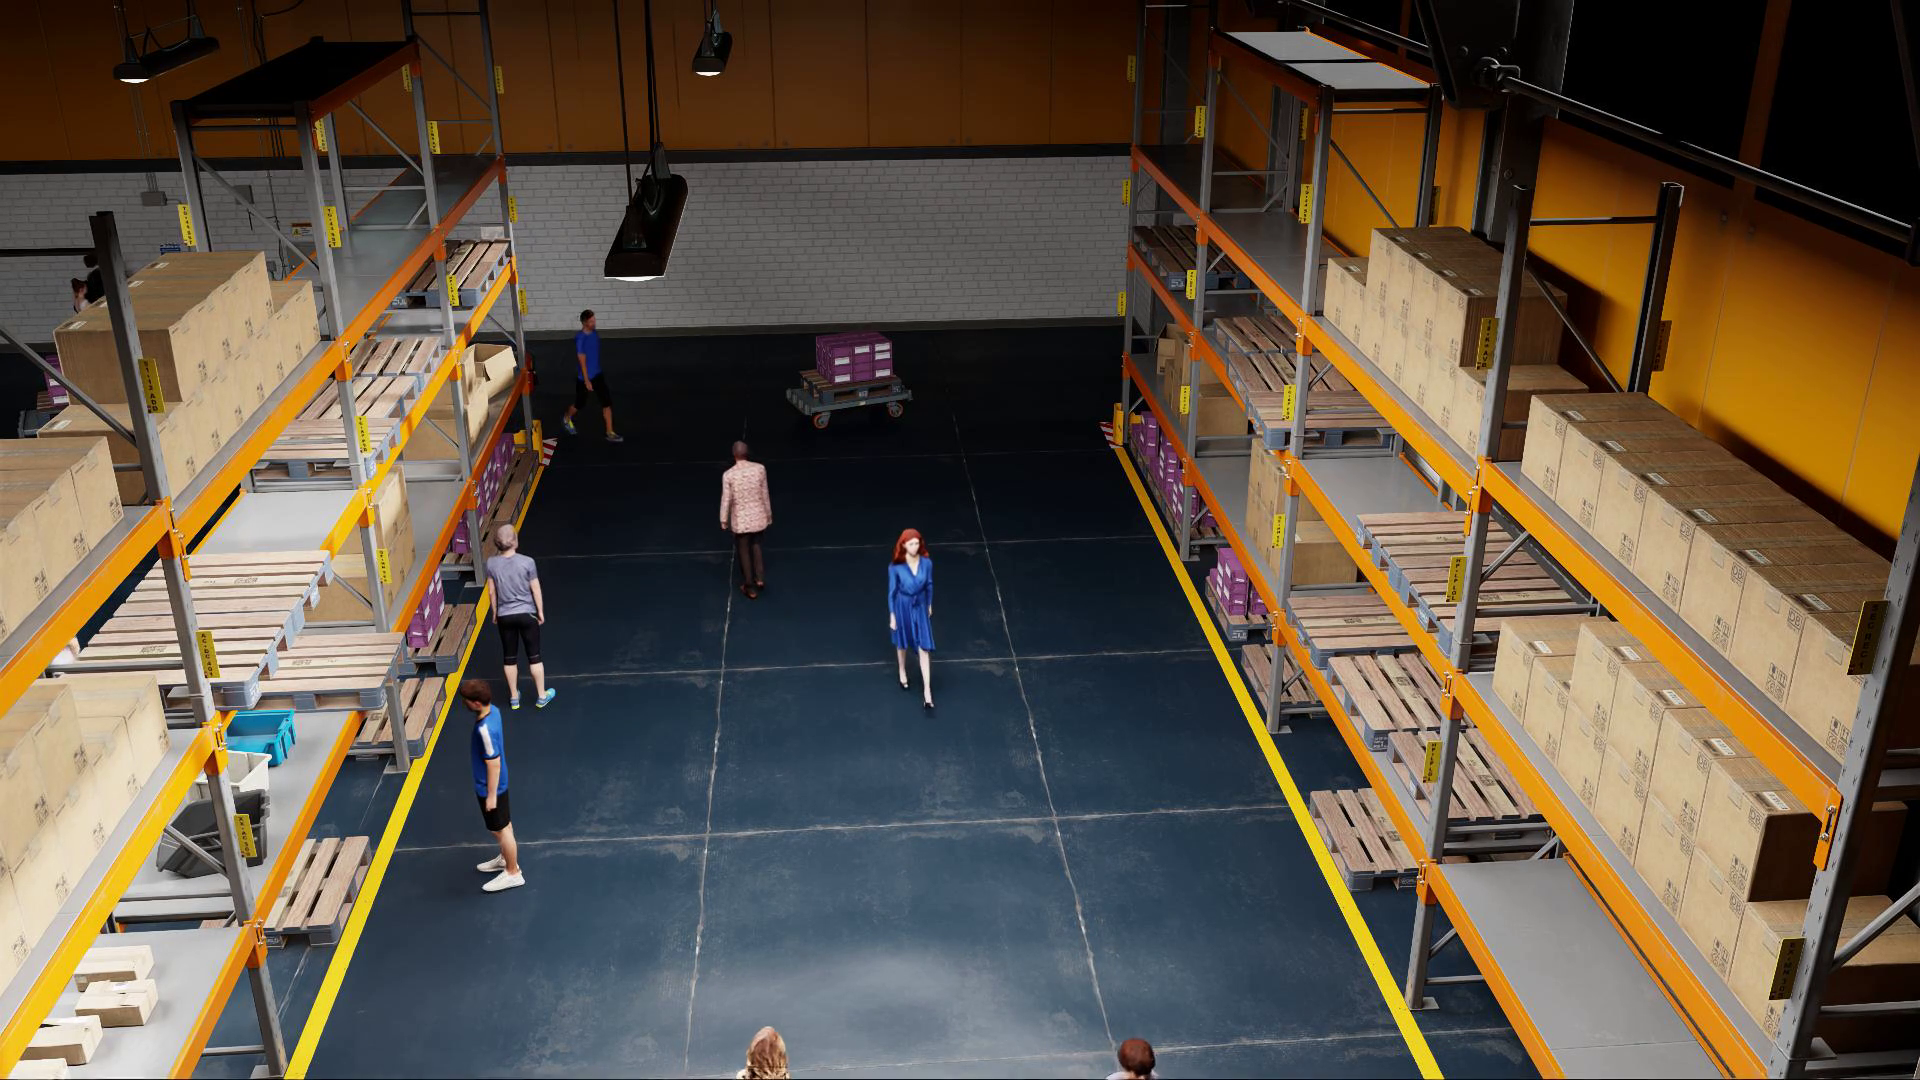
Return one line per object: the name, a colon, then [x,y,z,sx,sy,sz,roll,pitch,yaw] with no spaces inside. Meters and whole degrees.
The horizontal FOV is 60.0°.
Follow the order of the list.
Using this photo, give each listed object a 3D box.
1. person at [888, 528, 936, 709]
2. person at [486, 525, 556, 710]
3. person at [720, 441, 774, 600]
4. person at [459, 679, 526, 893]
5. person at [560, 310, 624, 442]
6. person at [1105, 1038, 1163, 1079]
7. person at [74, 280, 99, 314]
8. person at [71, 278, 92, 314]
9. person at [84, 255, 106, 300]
person: [-0.510,0.698,16.185,0.778,1.784,1.159,-7,25,-15]
person: [-4.248,0.741,15.963,0.673,1.884,0.610,0,24,0]
person: [-2.294,-0.196,18.221,0.822,1.793,0.806,-13,27,-28]
person: [-3.732,1.924,13.280,0.773,1.865,0.611,-8,25,-19]
person: [-5.167,-2.239,22.848,1.165,1.831,1.212,15,28,30]
person: [0.953,3.558,9.838,0.715,1.629,1.095,-6,24,-14]
person: [-13.145,-3.131,25.158,0.683,1.615,0.752,20,31,39]
person: [-12.897,-2.995,24.629,0.624,1.789,0.698,21,31,40]
person: [-13.266,-3.596,25.994,0.873,1.795,0.842,8,25,17]
